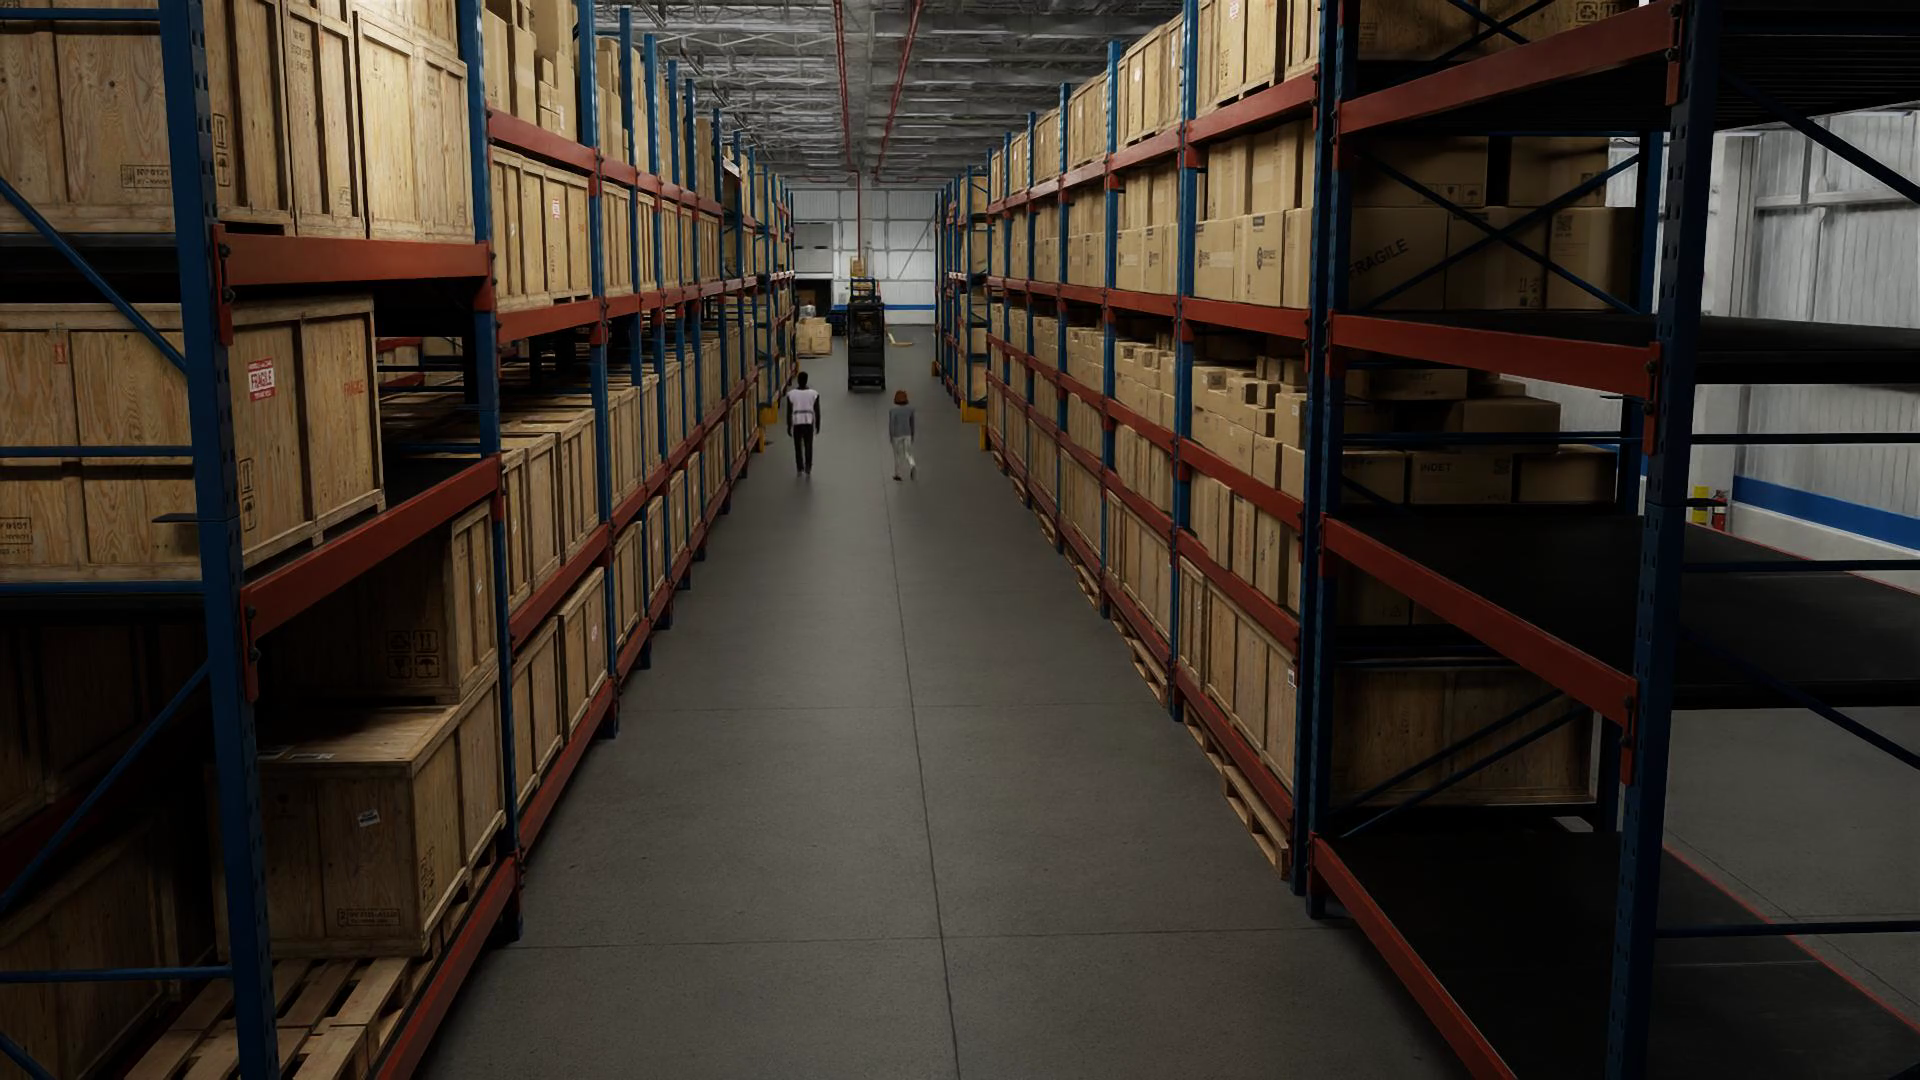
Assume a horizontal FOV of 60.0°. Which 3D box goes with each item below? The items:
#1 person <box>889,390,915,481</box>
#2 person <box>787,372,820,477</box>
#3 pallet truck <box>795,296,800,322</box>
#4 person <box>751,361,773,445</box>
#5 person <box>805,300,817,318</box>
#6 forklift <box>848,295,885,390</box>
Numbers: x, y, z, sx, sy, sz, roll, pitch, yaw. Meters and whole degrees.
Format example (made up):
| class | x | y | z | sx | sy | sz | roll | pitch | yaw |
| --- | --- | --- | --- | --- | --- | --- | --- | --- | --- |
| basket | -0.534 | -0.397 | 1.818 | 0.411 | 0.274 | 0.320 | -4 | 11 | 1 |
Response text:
| class | x | y | z | sx | sy | sz | roll | pitch | yaw |
| --- | --- | --- | --- | --- | --- | --- | --- | --- | --- |
| person | -0.999 | -1.818 | 29.100 | 0.501 | 1.617 | 0.489 | -5 | 11 | -27 |
| person | -2.808 | -2.084 | 29.927 | 0.603 | 1.883 | 0.944 | -2 | 10 | -10 |
| pallet truck | -8.622 | -12.439 | 91.403 | 1.885 | 1.965 | 0.823 | 2 | 10 | 13 |
| person | -4.287 | -2.867 | 34.787 | 0.870 | 1.794 | 0.722 | 1 | 10 | 6 |
| person | -7.799 | -11.685 | 87.320 | 0.572 | 1.844 | 0.933 | 4 | 10 | 21 |
| forklift | -2.840 | -5.996 | 50.287 | 1.129 | 2.768 | 1.873 | -1 | 10 | -3 |
